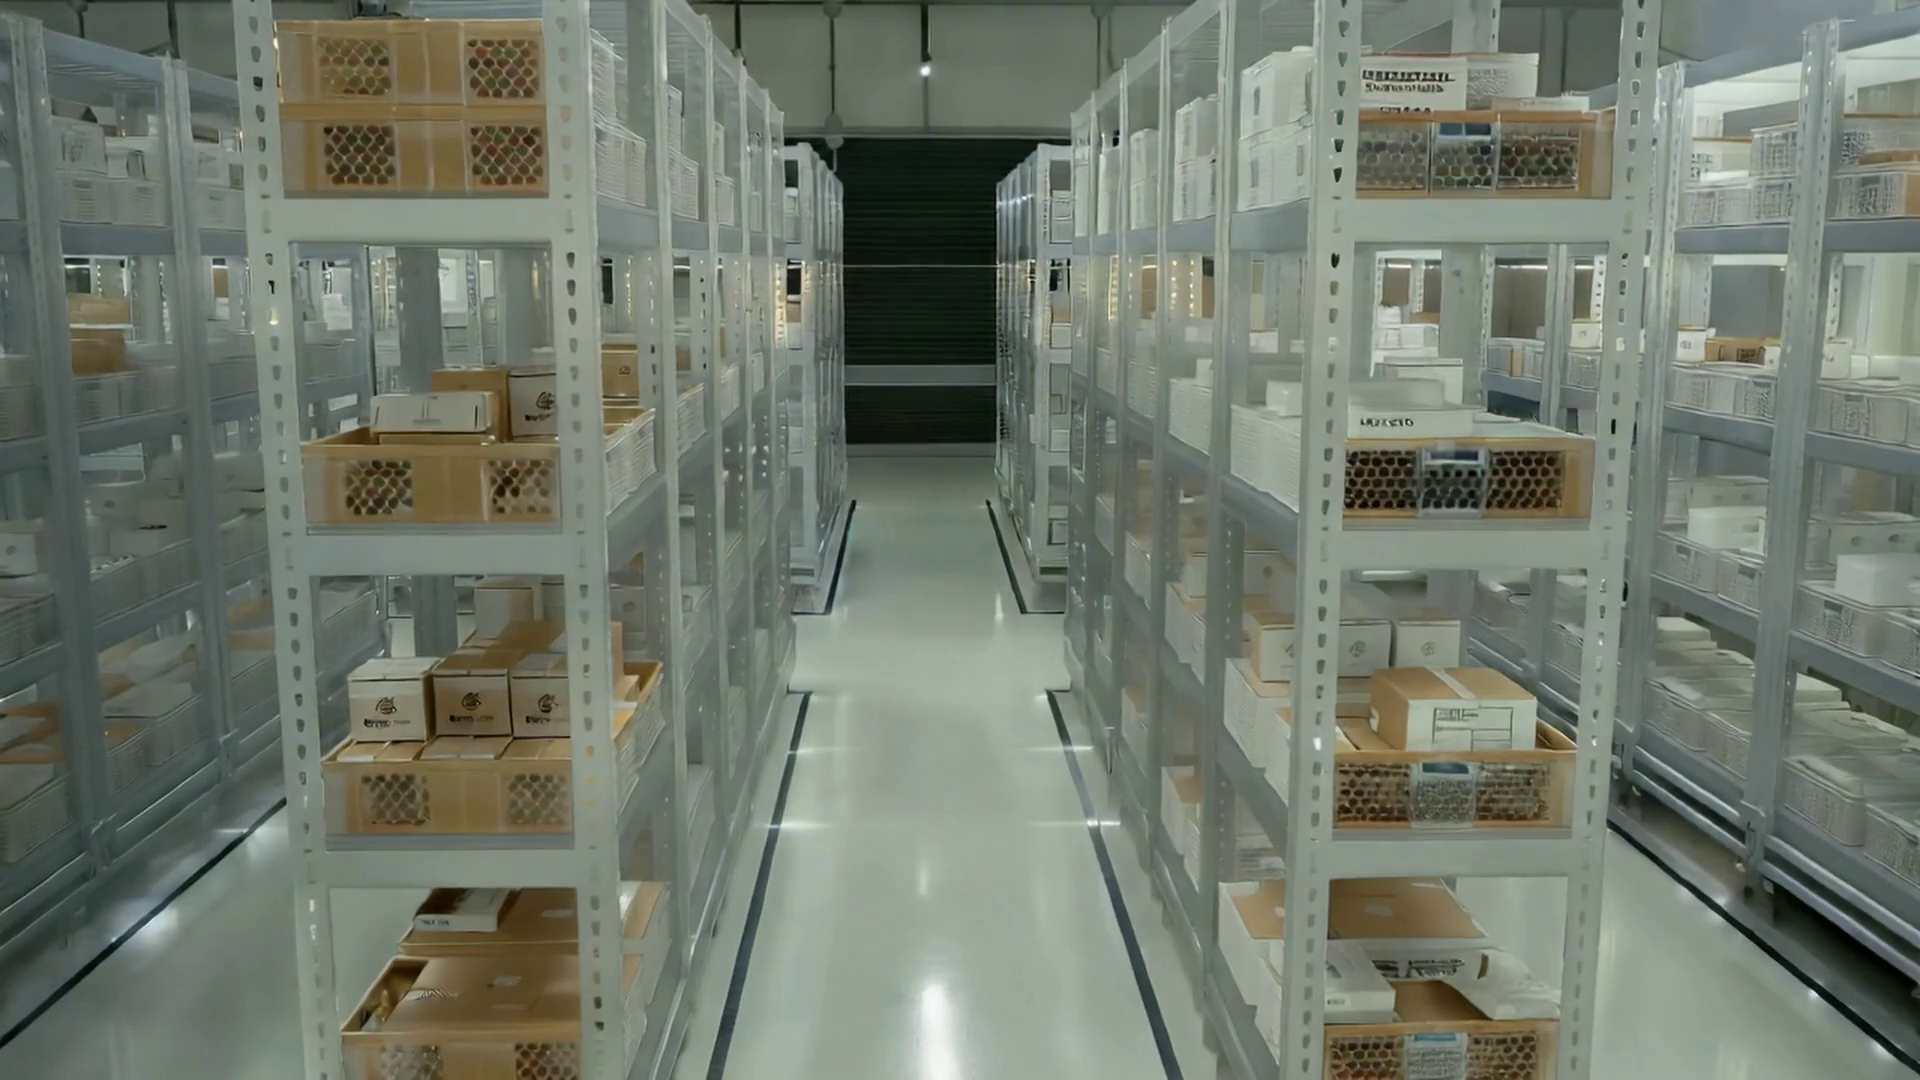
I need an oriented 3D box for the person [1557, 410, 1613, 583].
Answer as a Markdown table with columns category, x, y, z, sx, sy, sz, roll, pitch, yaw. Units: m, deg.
| category | x | y | z | sx | sy | sz | roll | pitch | yaw |
| --- | --- | --- | --- | --- | --- | --- | --- | --- | --- |
| person | 4.426 | -0.113 | 11.611 | 0.975 | 1.789 | 0.591 | -1 | 9 | -6 |
